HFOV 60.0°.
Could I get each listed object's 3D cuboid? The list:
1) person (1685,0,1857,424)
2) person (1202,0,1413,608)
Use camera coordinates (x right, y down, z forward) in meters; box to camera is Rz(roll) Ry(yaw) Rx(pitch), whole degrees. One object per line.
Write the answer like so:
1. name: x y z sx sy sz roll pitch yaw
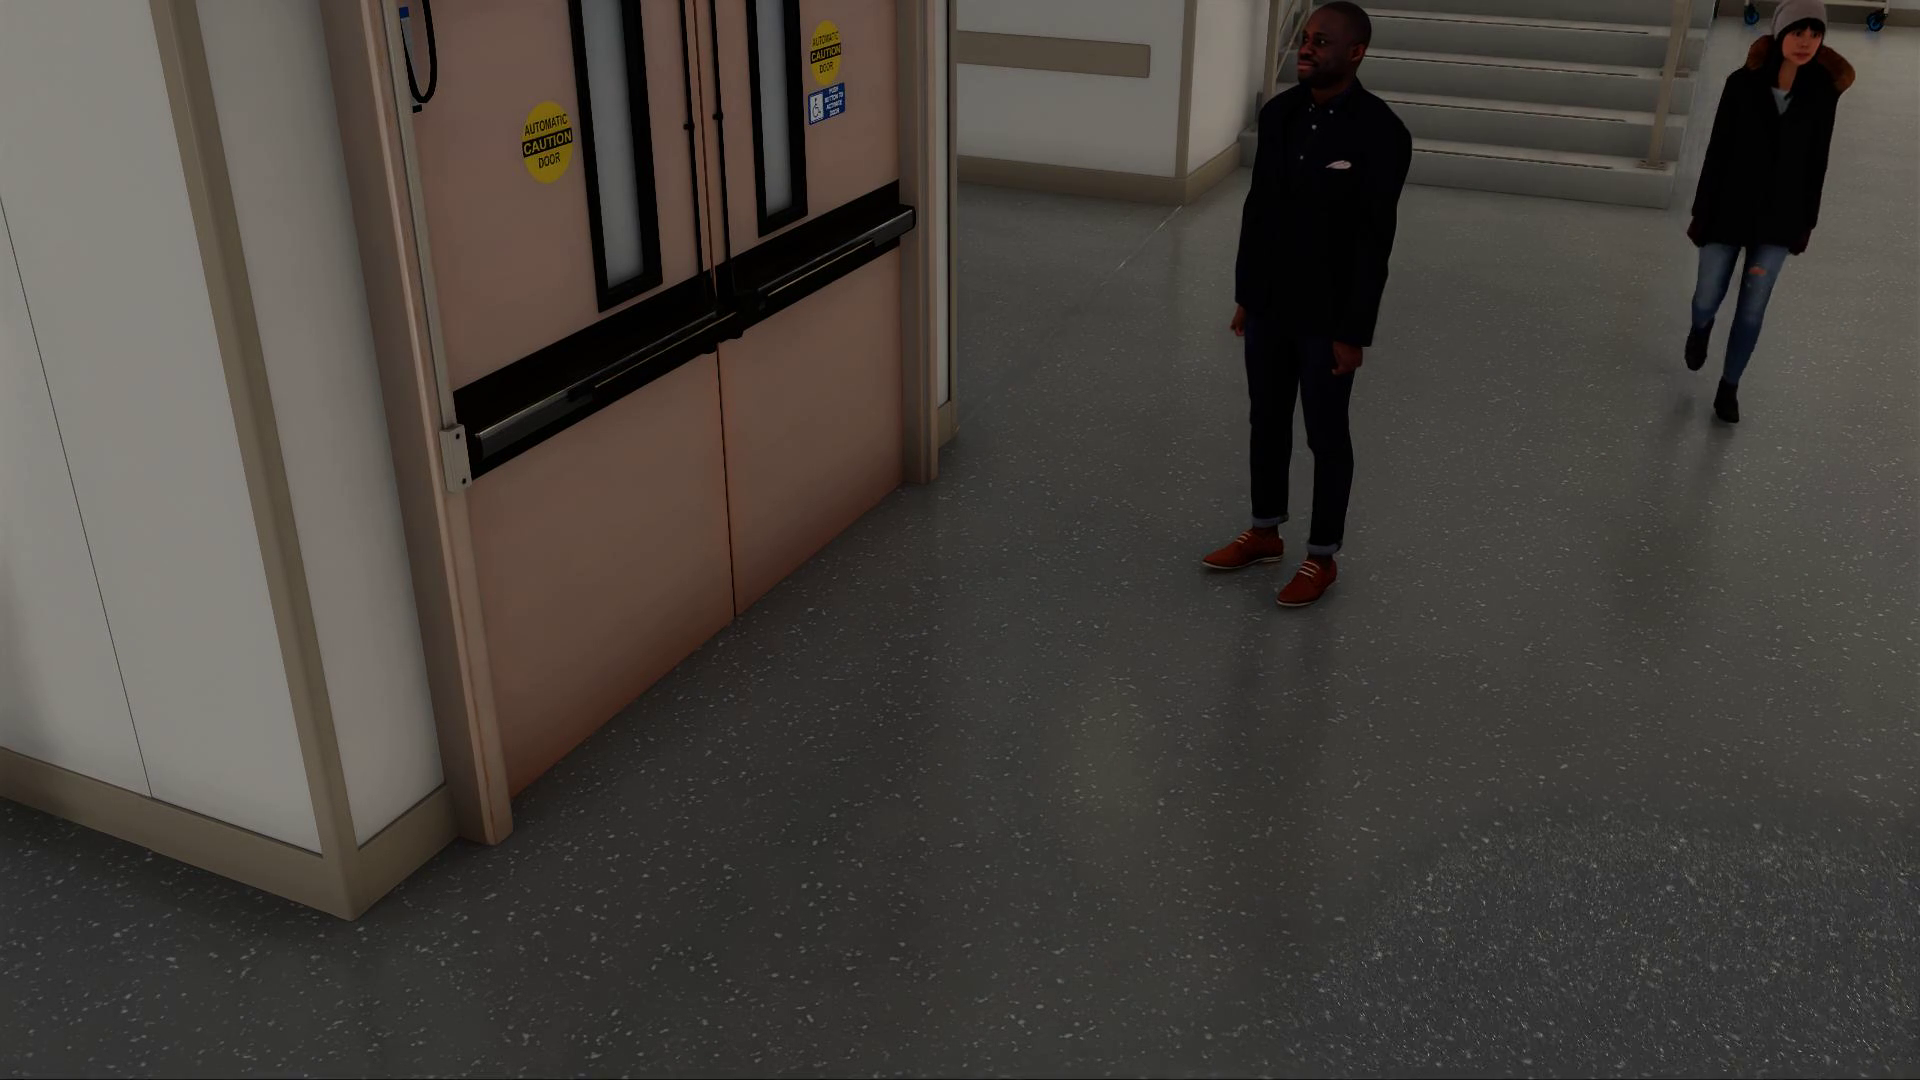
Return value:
1. person: 3.097 -1.300 6.534 0.696 1.622 0.870 8 27 15
2. person: 1.063 -0.698 5.058 0.775 1.817 0.786 -18 31 -33
